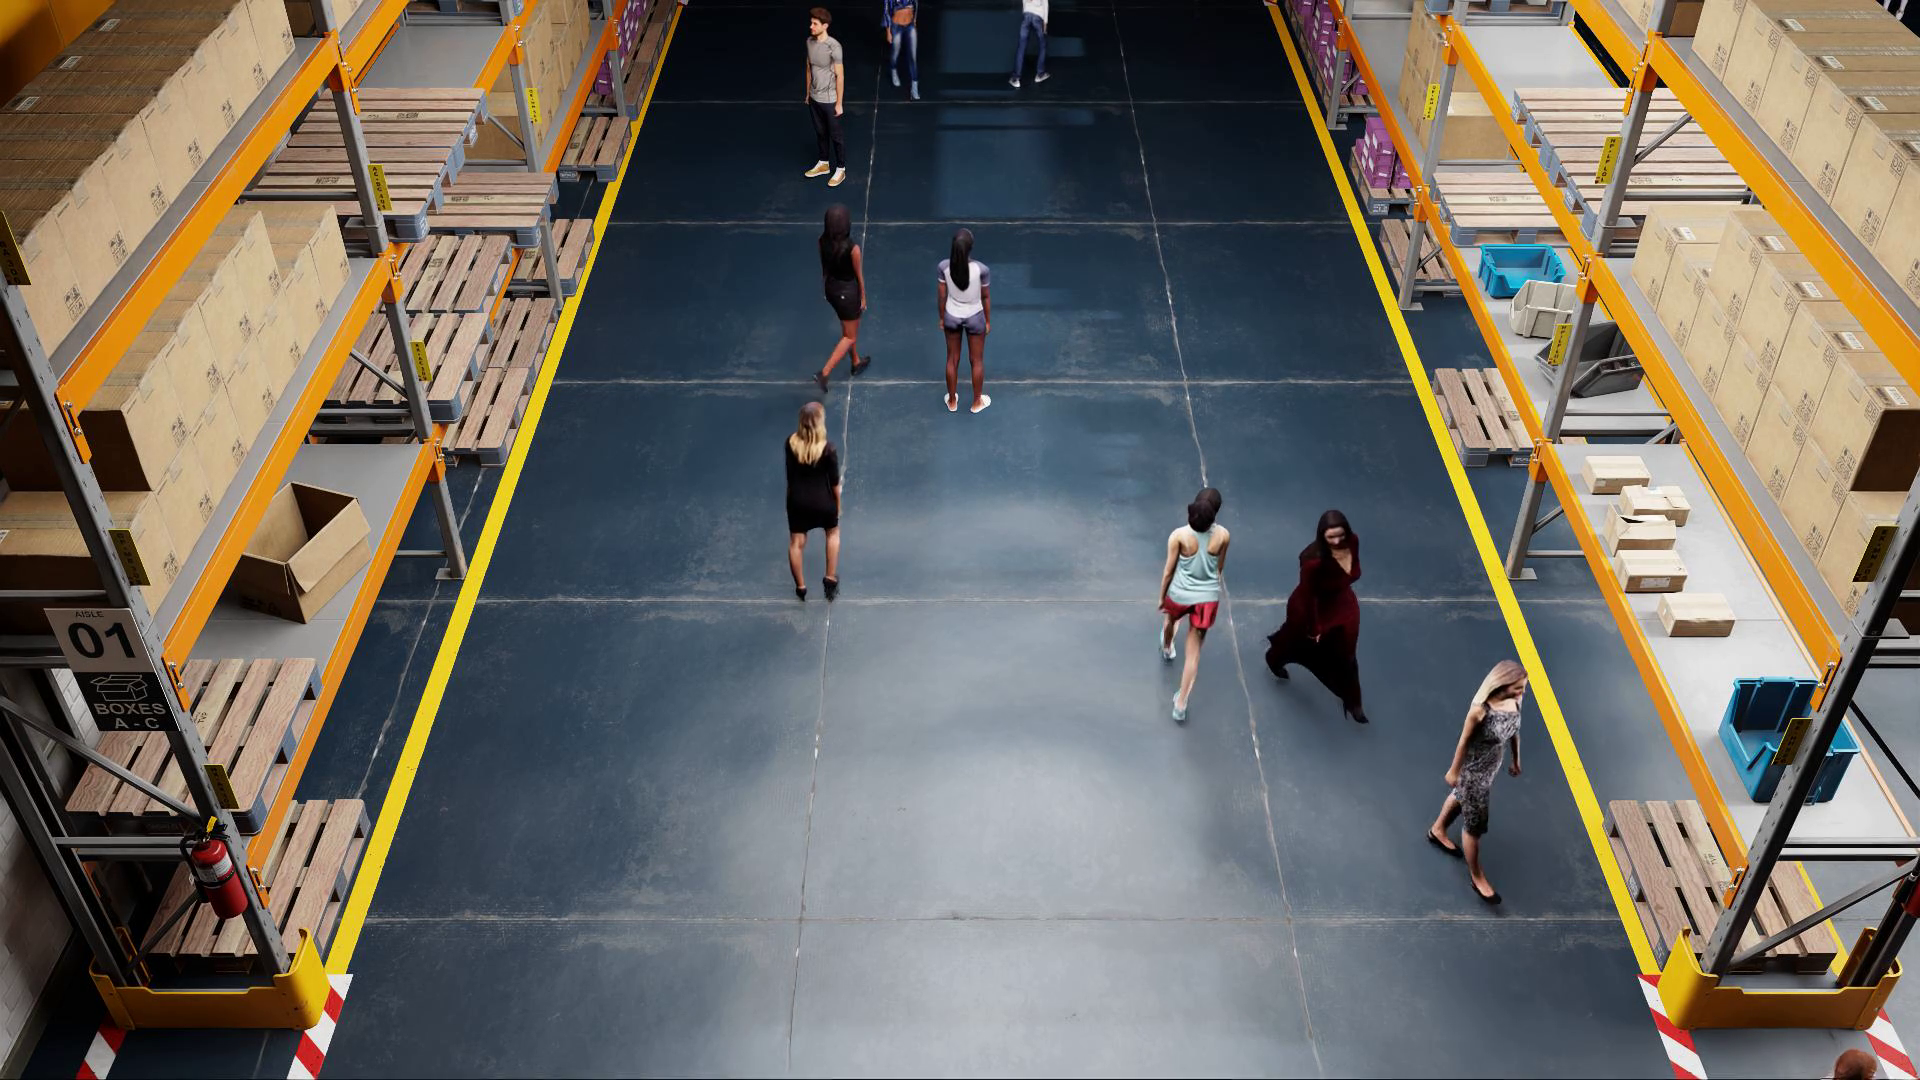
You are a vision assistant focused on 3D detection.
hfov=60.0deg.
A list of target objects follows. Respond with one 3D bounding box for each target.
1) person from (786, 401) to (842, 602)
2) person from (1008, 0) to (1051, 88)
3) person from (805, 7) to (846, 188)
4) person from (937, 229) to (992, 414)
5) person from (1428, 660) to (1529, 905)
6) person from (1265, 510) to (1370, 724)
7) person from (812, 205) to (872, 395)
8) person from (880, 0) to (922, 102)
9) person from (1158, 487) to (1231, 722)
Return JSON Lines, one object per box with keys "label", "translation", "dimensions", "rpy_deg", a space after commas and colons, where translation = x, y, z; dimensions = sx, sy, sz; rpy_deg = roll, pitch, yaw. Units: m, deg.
{"label": "person", "translation": [-1.091, -0.238, 12.089], "dimensions": [0.629, 1.659, 0.676], "rpy_deg": [7, 39, 9]}
{"label": "person", "translation": [0.830, -6.075, 19.503], "dimensions": [0.802, 1.528, 0.930], "rpy_deg": [17, 41, 20]}
{"label": "person", "translation": [-1.409, -4.658, 17.436], "dimensions": [0.728, 1.893, 0.766], "rpy_deg": [28, 46, 30]}
{"label": "person", "translation": [0.033, -1.850, 14.057], "dimensions": [0.646, 1.721, 0.619], "rpy_deg": [7, 39, 8]}
{"label": "person", "translation": [3.092, 1.323, 10.114], "dimensions": [0.894, 1.684, 1.006], "rpy_deg": [-23, 44, -26]}
{"label": "person", "translation": [2.351, 0.444, 11.216], "dimensions": [1.121, 1.682, 1.246], "rpy_deg": [-27, 46, -30]}
{"label": "person", "translation": [-1.052, -2.044, 14.303], "dimensions": [1.010, 1.717, 1.143], "rpy_deg": [25, 45, 28]}
{"label": "person", "translation": [-0.707, -5.935, 19.292], "dimensions": [0.901, 1.572, 1.138], "rpy_deg": [-14, 41, -17]}
{"label": "person", "translation": [1.580, 0.465, 11.160], "dimensions": [0.623, 1.720, 1.093], "rpy_deg": [2, 39, 2]}
